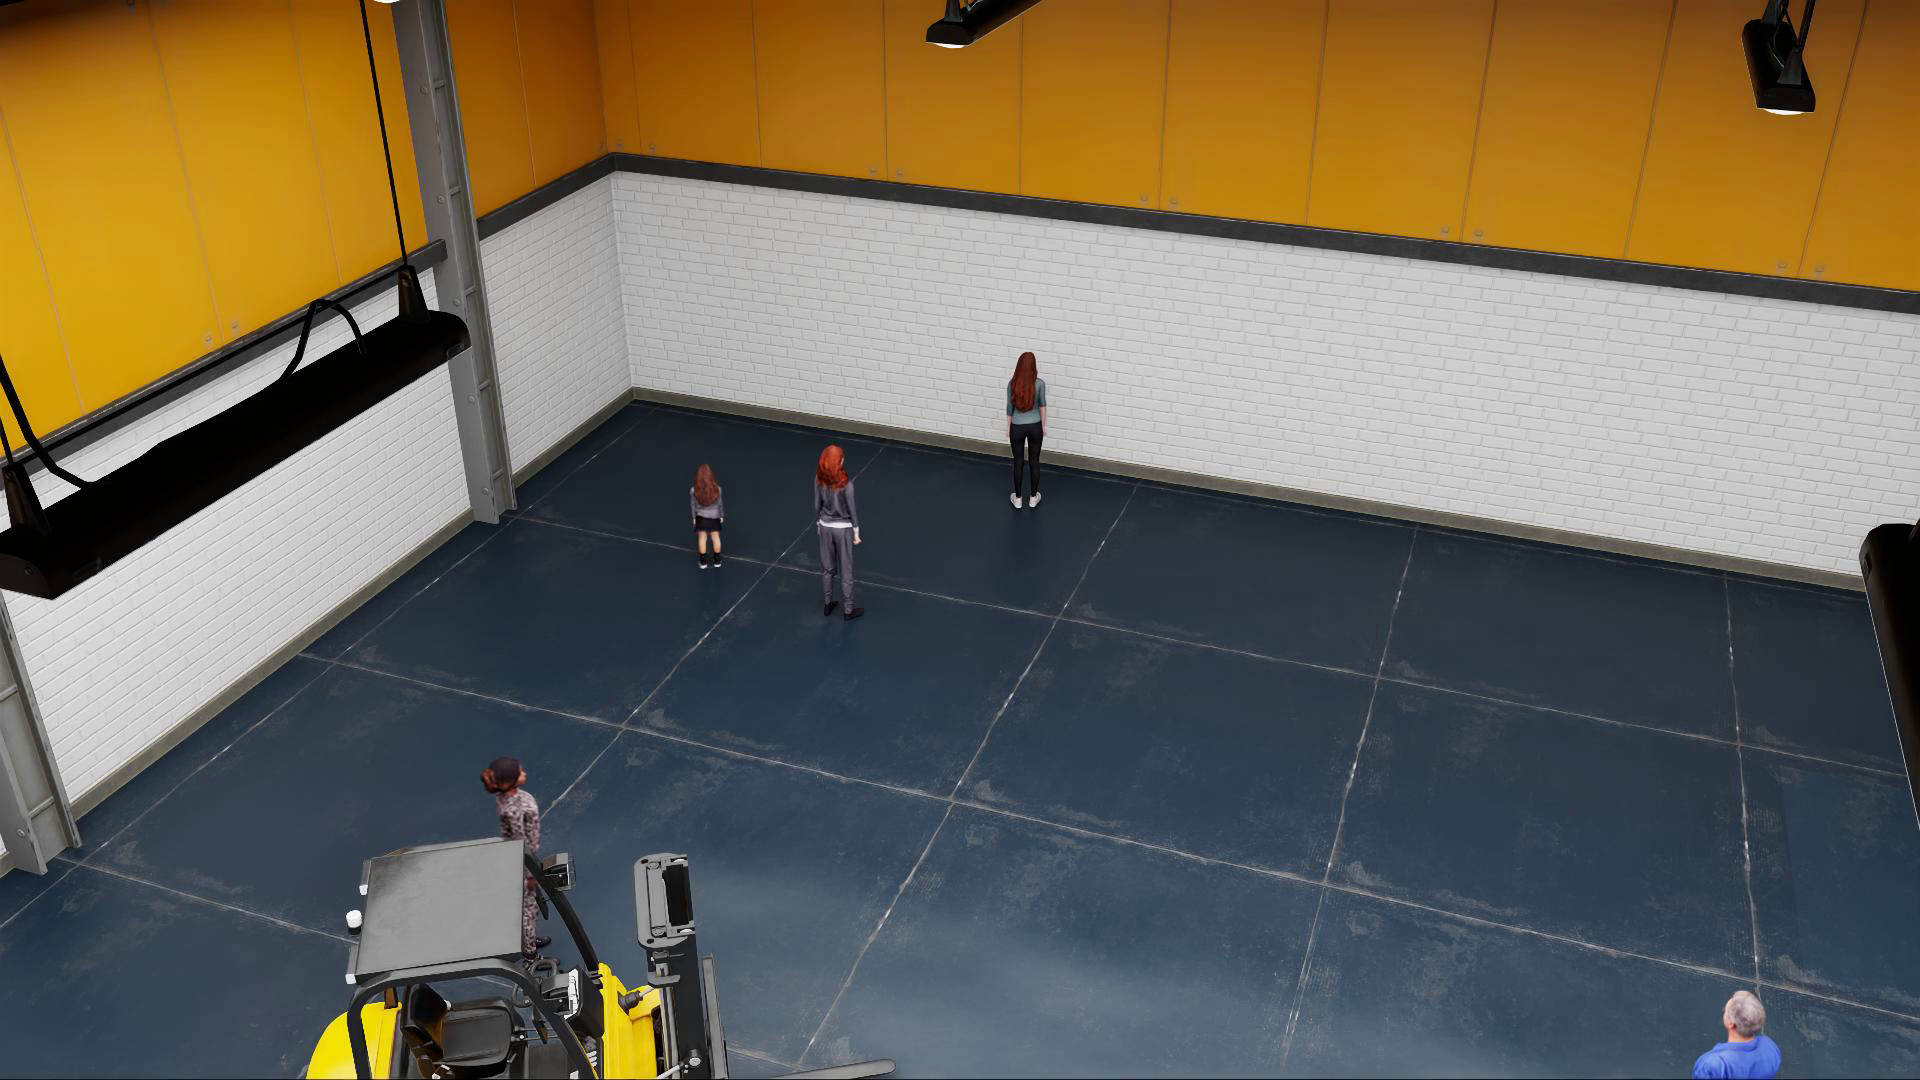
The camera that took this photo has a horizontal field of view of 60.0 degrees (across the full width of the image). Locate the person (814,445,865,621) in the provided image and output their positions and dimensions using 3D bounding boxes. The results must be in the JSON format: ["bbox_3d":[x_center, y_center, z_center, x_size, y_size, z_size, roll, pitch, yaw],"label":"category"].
[{"bbox_3d":[-1.145,-0.076,15.472,0.609,1.780,0.529,14,31,24],"label":"person"}]

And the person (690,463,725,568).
[{"bbox_3d":[-2.506,-0.252,16.497,0.531,1.106,0.562,-5,29,-10],"label":"person"}]

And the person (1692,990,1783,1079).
[{"bbox_3d":[4.220,3.284,9.267,0.781,1.825,0.825,-11,31,-20],"label":"person"}]

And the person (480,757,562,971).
[{"bbox_3d":[-3.008,2.195,11.377,0.734,1.714,0.669,-11,30,-19],"label":"person"}]

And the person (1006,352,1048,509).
[{"bbox_3d":[0.695,-1.158,17.494,0.658,1.743,0.652,0,29,0],"label":"person"}]
